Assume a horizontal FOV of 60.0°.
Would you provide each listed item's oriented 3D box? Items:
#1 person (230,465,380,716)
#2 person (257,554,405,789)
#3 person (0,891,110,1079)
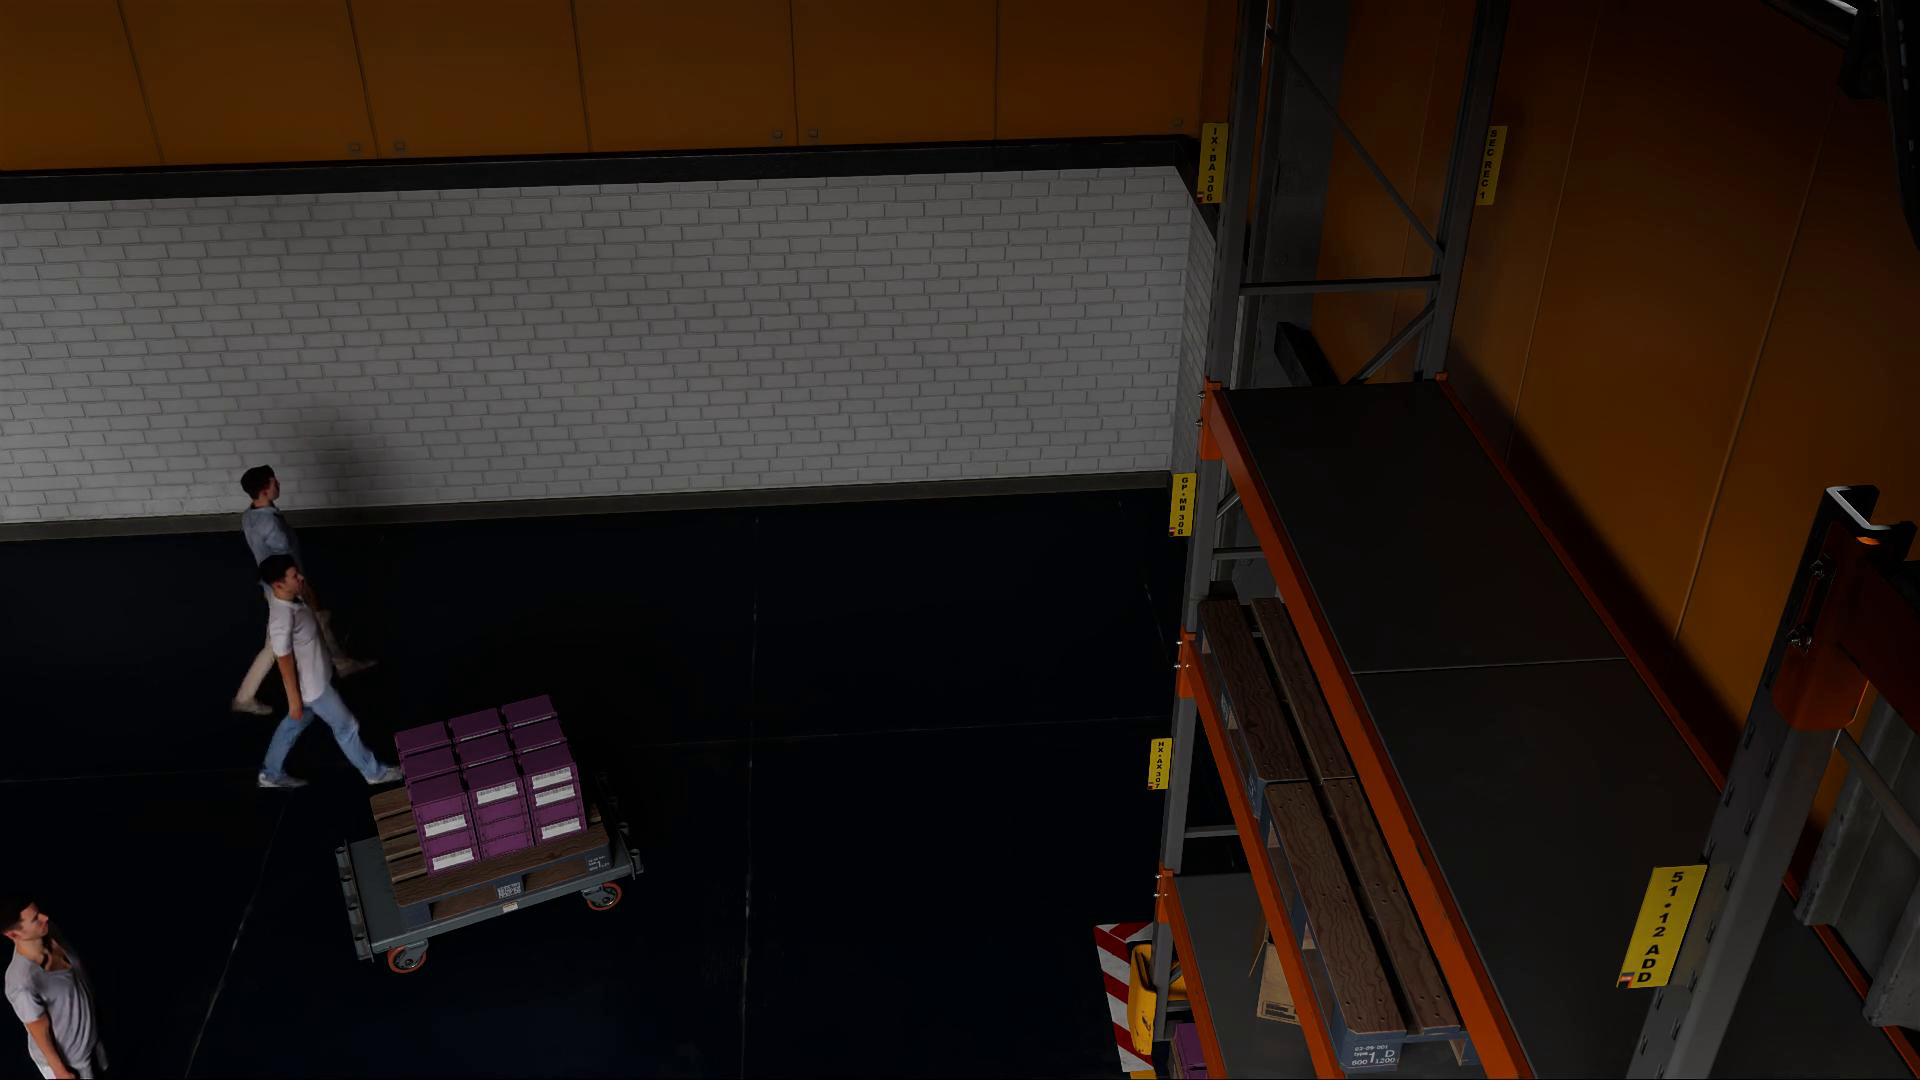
[{"bbox_3d":[-4.621,0.384,11.144,1.072,1.809,1.266,-18,38,-25],"label":"person"},{"bbox_3d":[-4.160,0.883,10.381,0.935,1.823,1.200,-10,35,-15],"label":"person"},{"bbox_3d":[-4.350,2.399,8.074,0.755,1.851,0.523,-7,34,-10],"label":"person"}]
